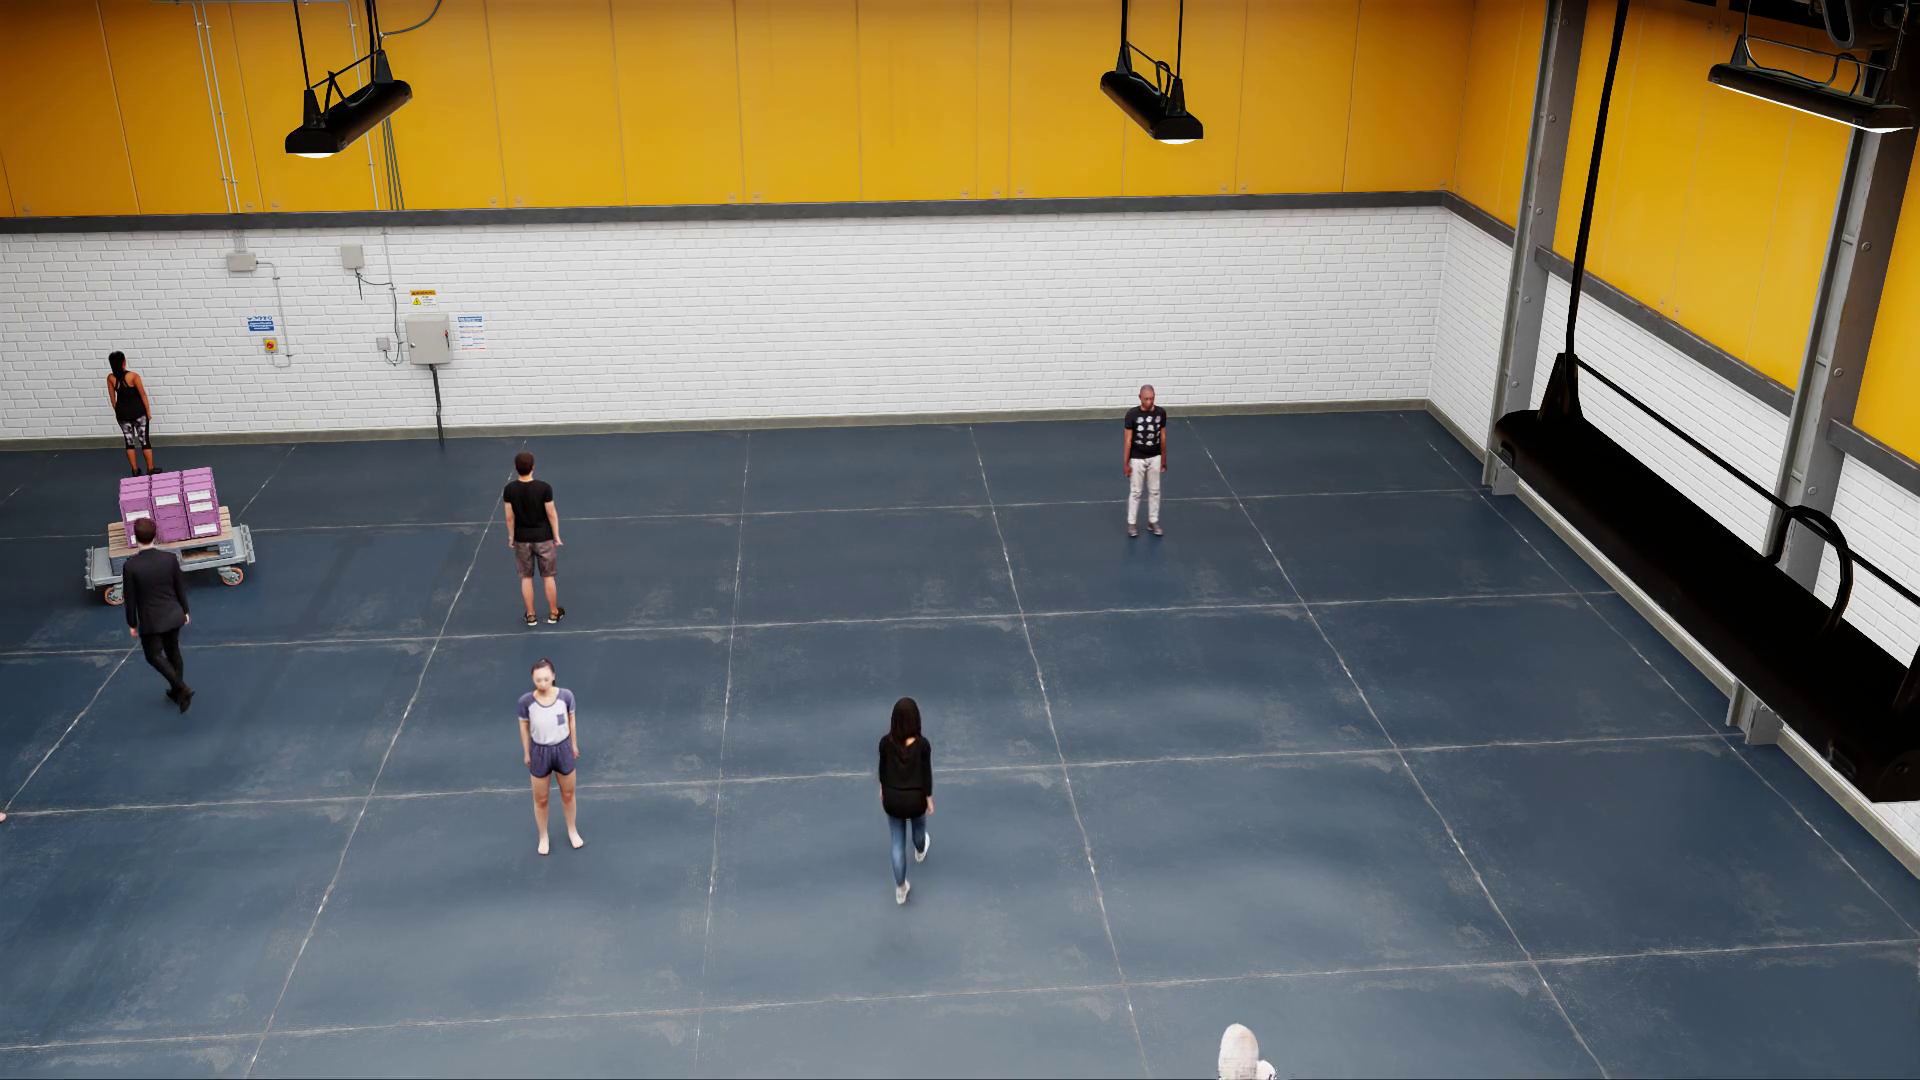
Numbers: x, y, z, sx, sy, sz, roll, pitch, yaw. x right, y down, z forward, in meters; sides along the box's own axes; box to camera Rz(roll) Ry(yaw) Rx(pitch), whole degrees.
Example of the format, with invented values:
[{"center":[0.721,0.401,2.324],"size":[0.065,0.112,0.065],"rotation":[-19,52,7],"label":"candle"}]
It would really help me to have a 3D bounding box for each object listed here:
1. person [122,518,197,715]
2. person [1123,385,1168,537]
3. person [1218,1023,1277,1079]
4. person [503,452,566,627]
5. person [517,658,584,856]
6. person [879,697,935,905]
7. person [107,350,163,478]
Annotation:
[{"center":[-7.249,0.725,15.120],"size":[1.106,1.870,1.051],"rotation":[18,29,35],"label":"person"},{"center":[2.111,-0.928,18.991],"size":[0.687,1.800,0.640],"rotation":[-5,24,-11],"label":"person"},{"center":[1.529,3.410,9.069],"size":[0.829,1.798,0.984],"rotation":[-10,26,-22],"label":"person"},{"center":[-4.326,-0.020,16.837],"size":[0.685,1.861,0.582],"rotation":[-3,24,-7],"label":"person"},{"center":[-3.243,1.700,13.165],"size":[0.648,1.651,0.616],"rotation":[-9,25,-19],"label":"person"},{"center":[-0.425,1.991,12.545],"size":[0.727,1.614,1.047],"rotation":[3,24,6],"label":"person"},{"center":[-10.298,-1.577,20.666],"size":[0.568,1.648,0.513],"rotation":[-2,24,-5],"label":"person"}]
